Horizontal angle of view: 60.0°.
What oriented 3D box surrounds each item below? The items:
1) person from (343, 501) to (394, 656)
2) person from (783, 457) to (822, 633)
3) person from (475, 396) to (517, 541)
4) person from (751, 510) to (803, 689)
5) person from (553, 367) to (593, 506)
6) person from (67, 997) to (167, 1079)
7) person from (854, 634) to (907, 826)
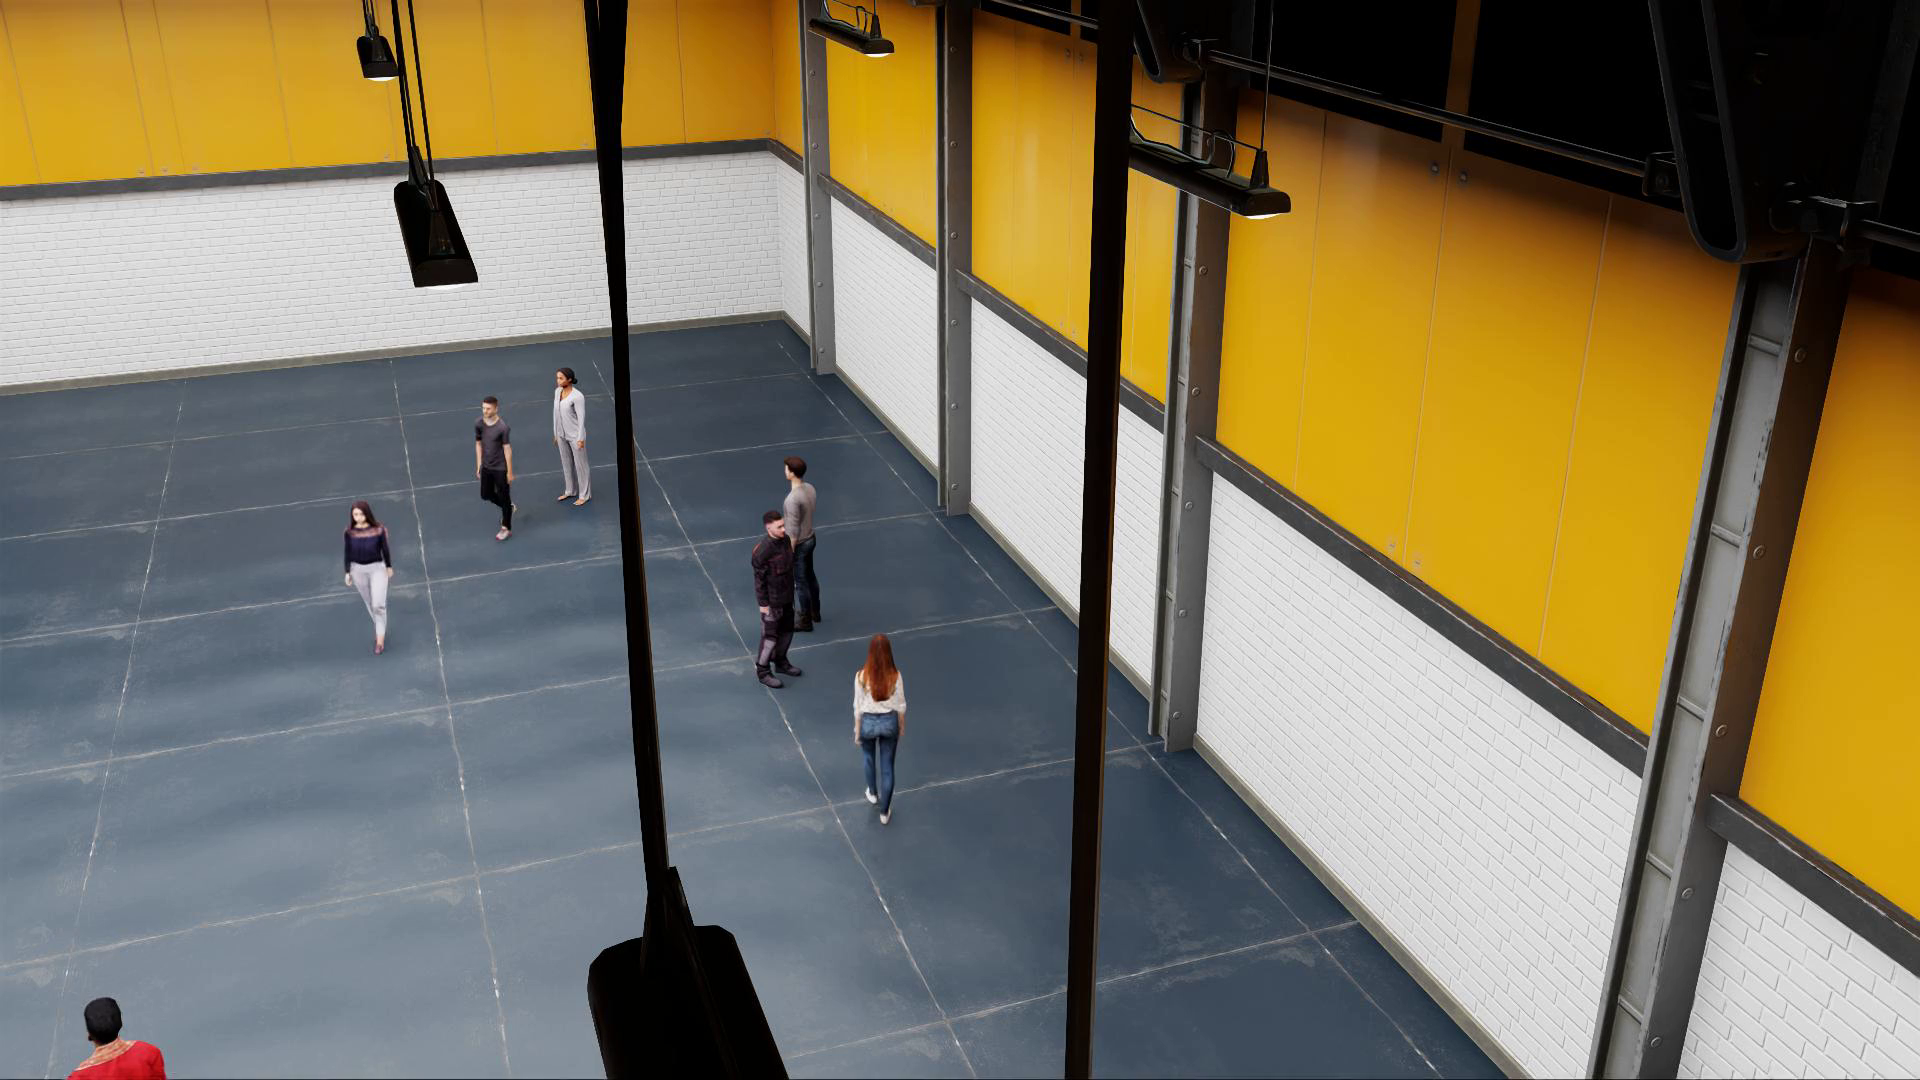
[{"bbox_3d":[-6.055,0.329,17.099,0.790,1.586,0.981,0,24,1],"label":"person"},{"bbox_3d":[-1.655,0.040,17.364,0.829,1.903,0.734,8,25,17],"label":"person"},{"bbox_3d":[-5.426,-0.883,19.668,0.864,1.749,0.925,10,26,22],"label":"person"},{"bbox_3d":[-1.808,0.536,16.298,0.838,1.847,0.794,12,26,26],"label":"person"},{"bbox_3d":[-4.831,-1.317,20.676,0.687,1.737,0.775,14,27,29],"label":"person"},{"bbox_3d":[-4.727,3.496,9.530,1.295,1.845,1.057,20,30,37],"label":"person"},{"bbox_3d":[-0.677,1.618,13.989,0.724,1.714,0.841,-1,24,-2],"label":"person"}]
